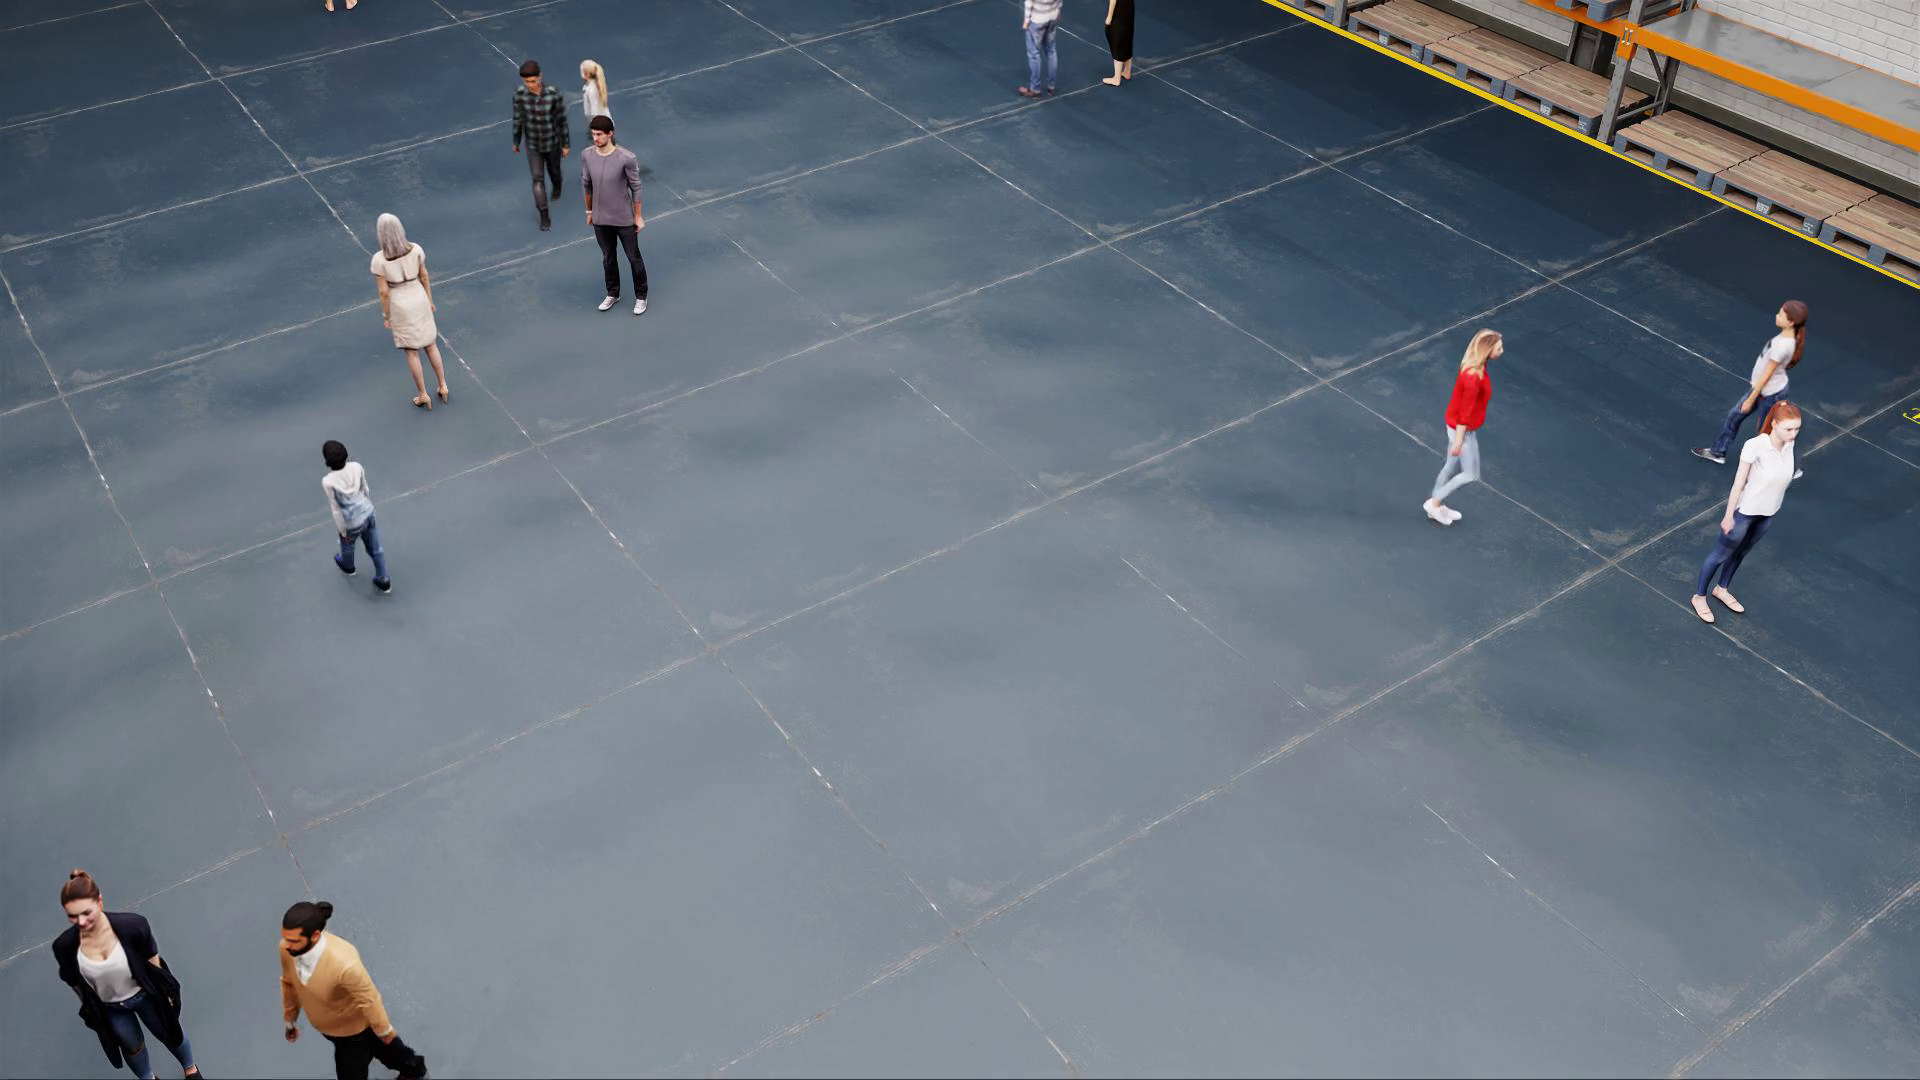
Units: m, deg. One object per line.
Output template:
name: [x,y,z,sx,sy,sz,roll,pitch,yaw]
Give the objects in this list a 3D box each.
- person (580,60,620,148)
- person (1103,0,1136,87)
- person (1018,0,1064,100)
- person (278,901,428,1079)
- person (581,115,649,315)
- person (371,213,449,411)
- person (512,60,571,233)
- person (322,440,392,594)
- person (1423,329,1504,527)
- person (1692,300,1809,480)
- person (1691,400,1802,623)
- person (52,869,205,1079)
person: [-3.617,-4.275,16.935,0.793,1.267,0.755,-1,39,-2]
person: [1.827,-5.936,18.728,0.622,1.624,0.617,30,48,32]
person: [0.914,-5.792,18.372,0.689,1.844,0.549,-23,44,-26]
person: [-3.004,2.341,8.298,1.183,1.707,1.043,20,43,24]
person: [-3.055,-2.885,14.726,0.723,1.851,0.799,8,39,10]
person: [-4.473,-1.853,13.527,0.611,1.735,0.561,-27,46,-30]
person: [-4.105,-3.955,16.333,1.017,1.676,1.214,-6,39,-7]
person: [-4.257,-0.137,11.779,0.548,1.235,0.810,-30,47,-32]
person: [3.633,-0.832,12.280,0.779,1.695,0.718,6,39,8]
person: [6.270,-1.109,12.758,1.114,1.531,0.840,20,43,23]
person: [5.444,-0.210,11.467,0.621,1.739,0.602,-14,41,-17]
person: [-4.193,2.287,8.384,0.678,1.684,0.634,-14,41,-17]
